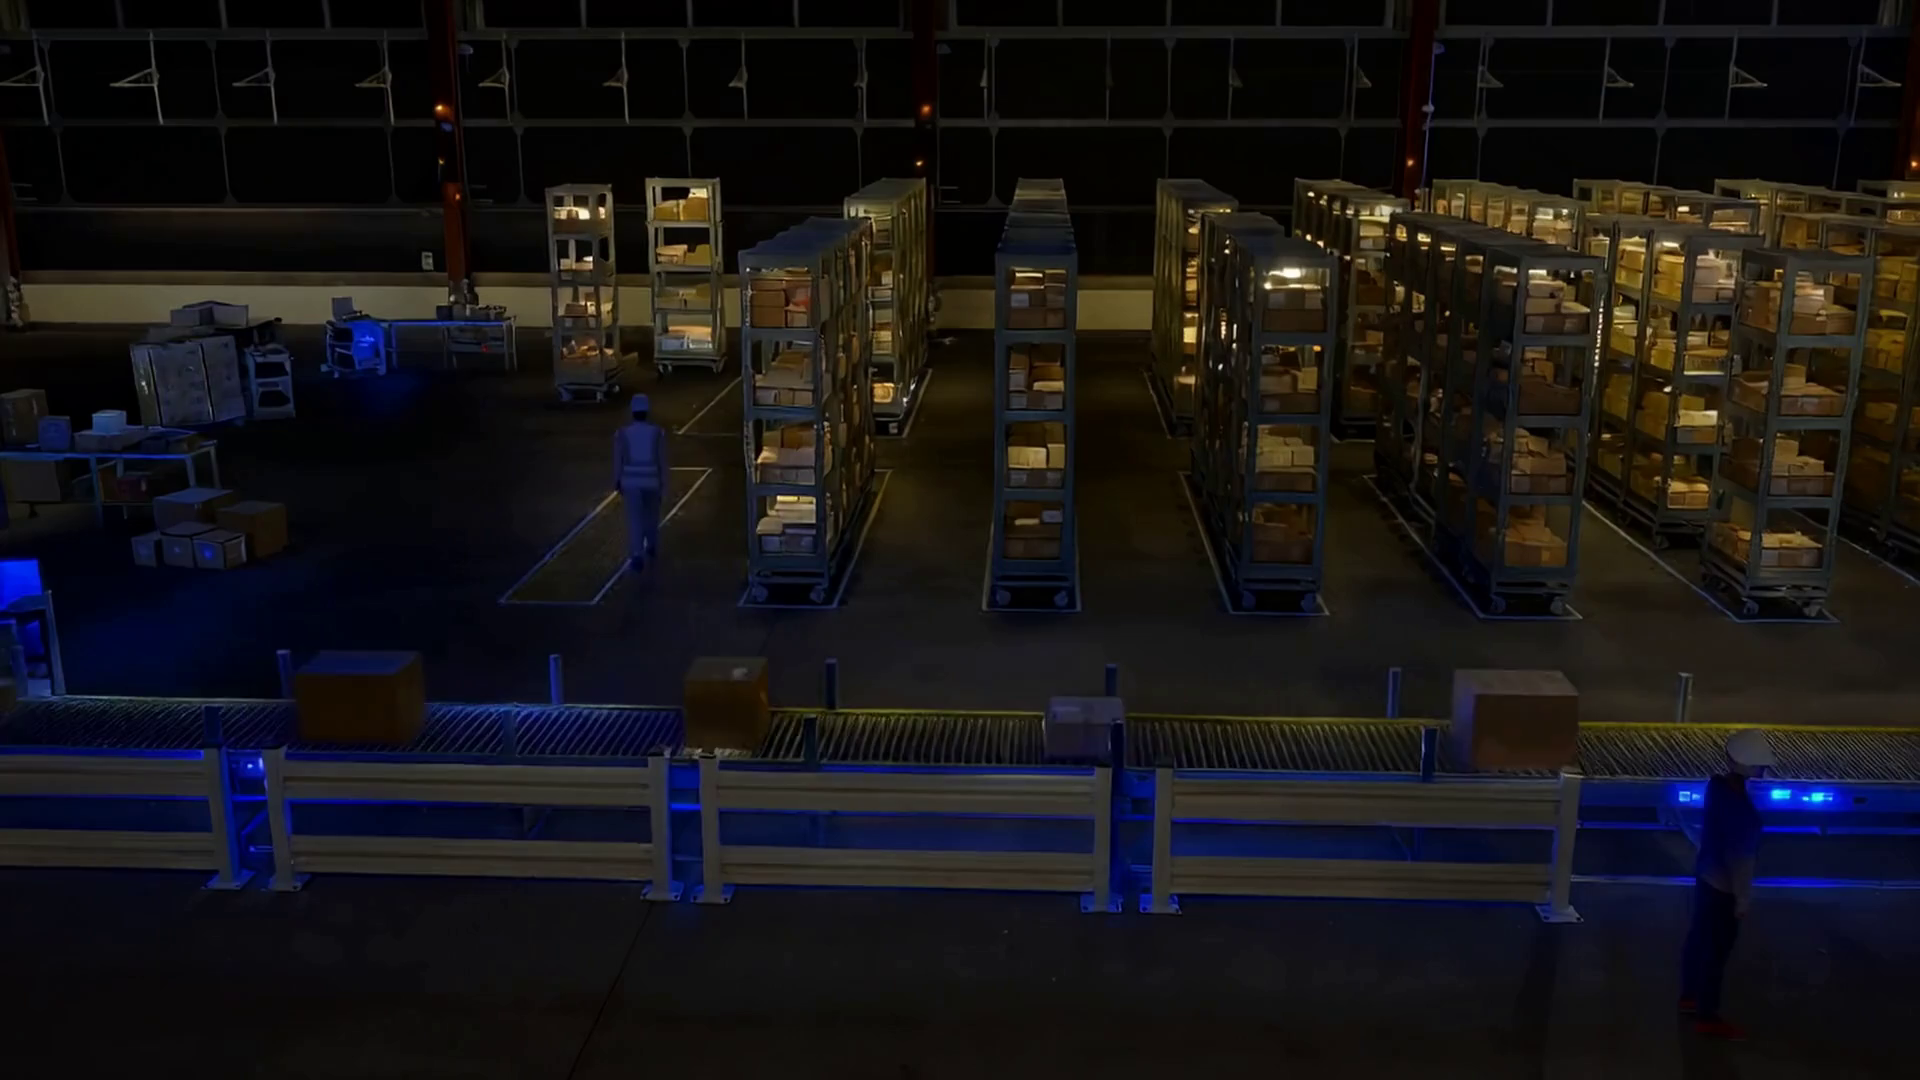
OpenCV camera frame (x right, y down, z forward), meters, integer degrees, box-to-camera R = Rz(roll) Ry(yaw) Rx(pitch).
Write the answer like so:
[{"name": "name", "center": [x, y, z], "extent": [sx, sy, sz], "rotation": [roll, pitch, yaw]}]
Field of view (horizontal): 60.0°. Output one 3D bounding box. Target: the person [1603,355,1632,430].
[{"name": "person", "center": [9.957, -2.466, 25.216], "extent": [0.588, 1.835, 0.403], "rotation": [-3, 15, -10]}]

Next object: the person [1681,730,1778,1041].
[{"name": "person", "center": [4.264, 1.883, 9.216], "extent": [0.342, 1.766, 0.549], "rotation": [1, 15, 5]}]

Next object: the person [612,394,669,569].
[{"name": "person", "center": [-3.523, -0.662, 18.398], "extent": [0.600, 1.906, 0.992], "rotation": [-4, 16, -14]}]
